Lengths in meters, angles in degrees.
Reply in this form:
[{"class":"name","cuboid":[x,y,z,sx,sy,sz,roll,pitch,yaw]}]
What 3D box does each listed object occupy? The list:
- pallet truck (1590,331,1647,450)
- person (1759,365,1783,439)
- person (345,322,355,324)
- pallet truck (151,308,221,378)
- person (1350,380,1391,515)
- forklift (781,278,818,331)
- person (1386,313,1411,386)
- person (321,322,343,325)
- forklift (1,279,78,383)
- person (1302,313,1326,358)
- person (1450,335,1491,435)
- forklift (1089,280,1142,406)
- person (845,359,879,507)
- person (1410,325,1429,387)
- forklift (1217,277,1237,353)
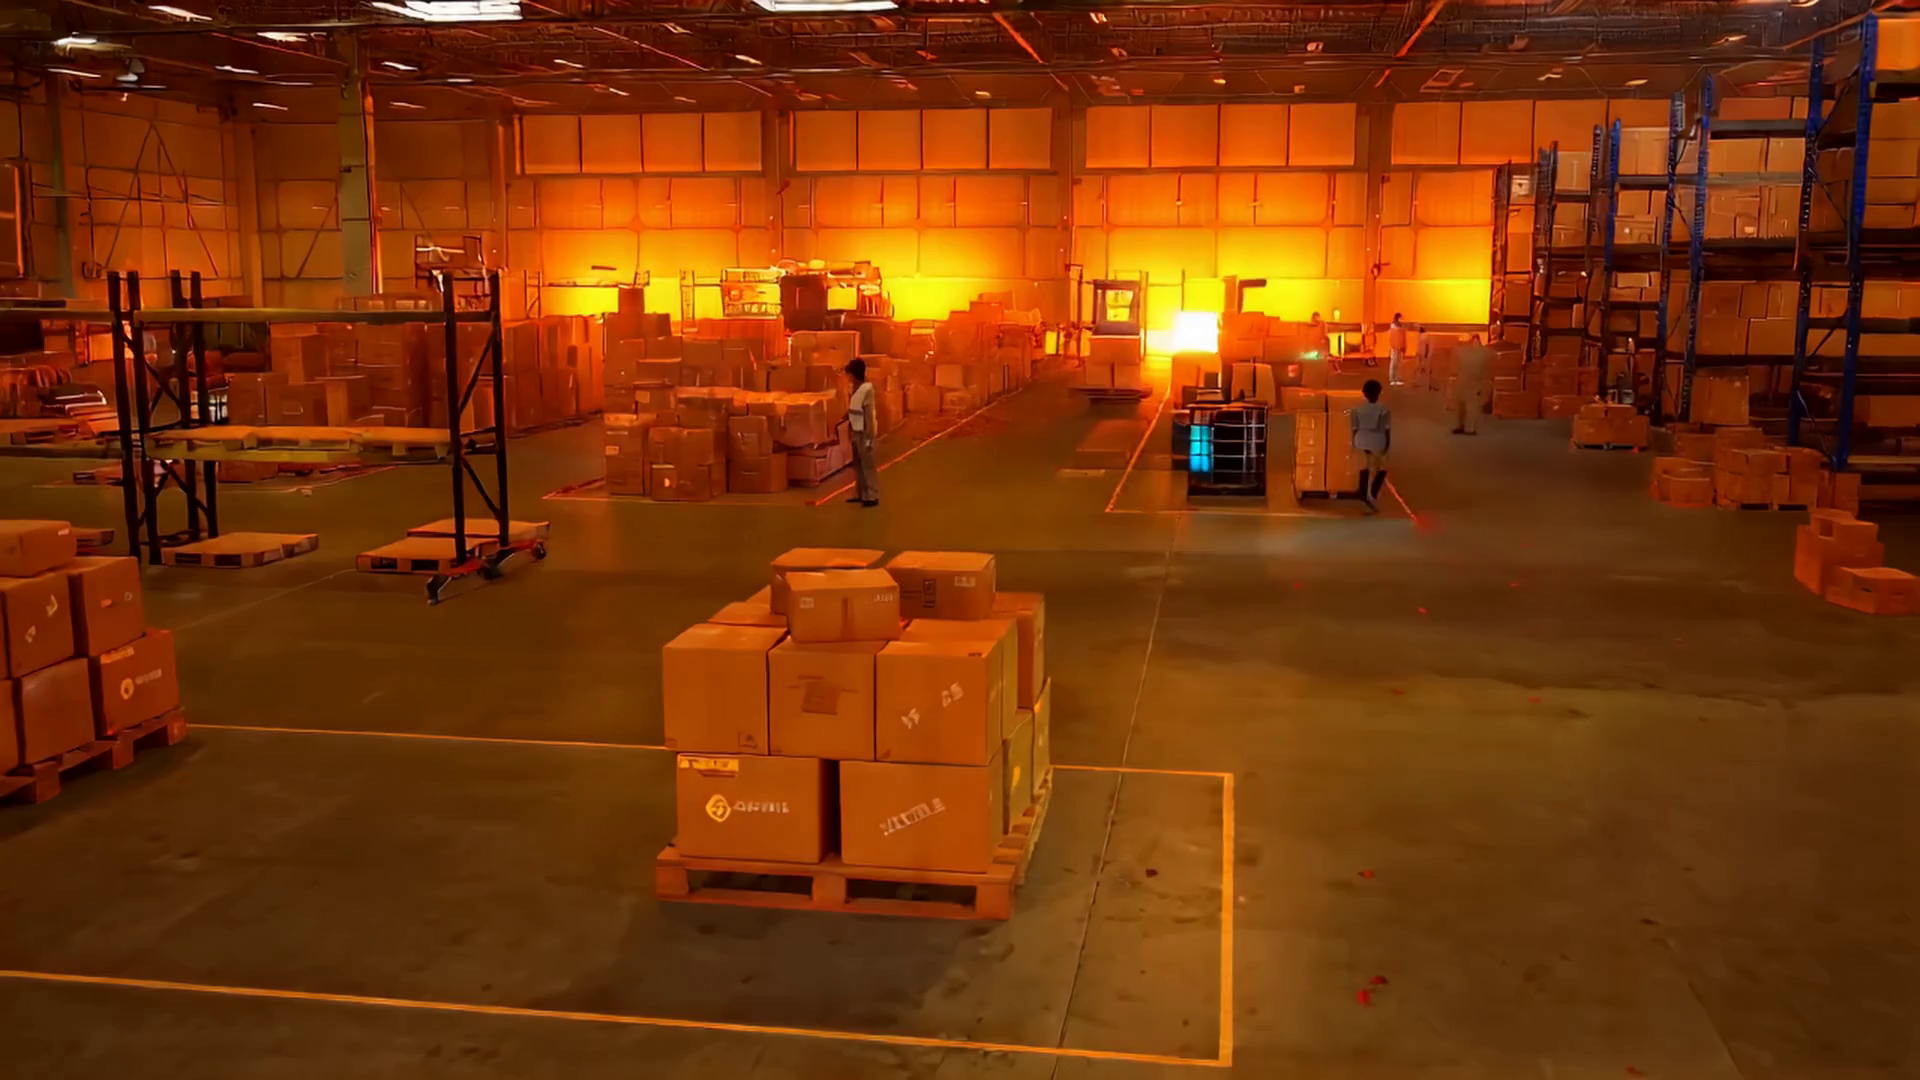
[{"class":"pallet truck","cuboid":[11.253,-2.573,28.499,0.823,1.965,1.885,5,10,27]},{"class":"person","cuboid":[14.627,-2.792,29.985,0.455,1.948,0.628,1,9,4]},{"class":"person","cuboid":[-14.321,-4.273,39.165,0.361,1.938,0.635,8,12,39]},{"class":"pallet truck","cuboid":[-21.869,-5.598,47.154,0.823,1.965,1.885,4,10,26]},{"class":"person","cuboid":[5.102,-1.146,20.637,0.556,1.680,0.398,7,11,36]},{"class":"forklift","cuboid":[-4.114,-5.349,42.906,1.129,2.768,1.873,0,9,1]},{"class":"person","cuboid":[11.512,-5.021,43.918,0.656,1.932,0.503,-5,10,-28]},{"class":"person","cuboid":[-17.642,-5.502,46.831,0.637,1.920,0.828,-3,10,-18]},{"class":"forklift","cuboid":[-22.135,-4.786,39.432,1.873,2.768,1.129,1,9,9]},{"class":"person","cuboid":[9.234,-4.965,43.447,1.038,1.944,0.648,-6,11,-34]},{"class":"person","cuboid":[9.380,-2.833,30.511,0.509,1.863,0.717,-7,12,-37]},{"class":"forklift","cuboid":[3.552,-4.482,37.560,1.129,2.768,1.873,1,9,8]},{"class":"person","cuboid":[-1.265,-1.385,21.464,0.392,1.908,0.588,-5,11,-30]},{"class":"person","cuboid":[12.065,-4.793,43.320,0.520,1.623,0.539,-1,9,-6]},{"class":"forklift","cuboid":[7.832,-6.234,48.361,1.873,2.768,1.129,1,9,9]}]
